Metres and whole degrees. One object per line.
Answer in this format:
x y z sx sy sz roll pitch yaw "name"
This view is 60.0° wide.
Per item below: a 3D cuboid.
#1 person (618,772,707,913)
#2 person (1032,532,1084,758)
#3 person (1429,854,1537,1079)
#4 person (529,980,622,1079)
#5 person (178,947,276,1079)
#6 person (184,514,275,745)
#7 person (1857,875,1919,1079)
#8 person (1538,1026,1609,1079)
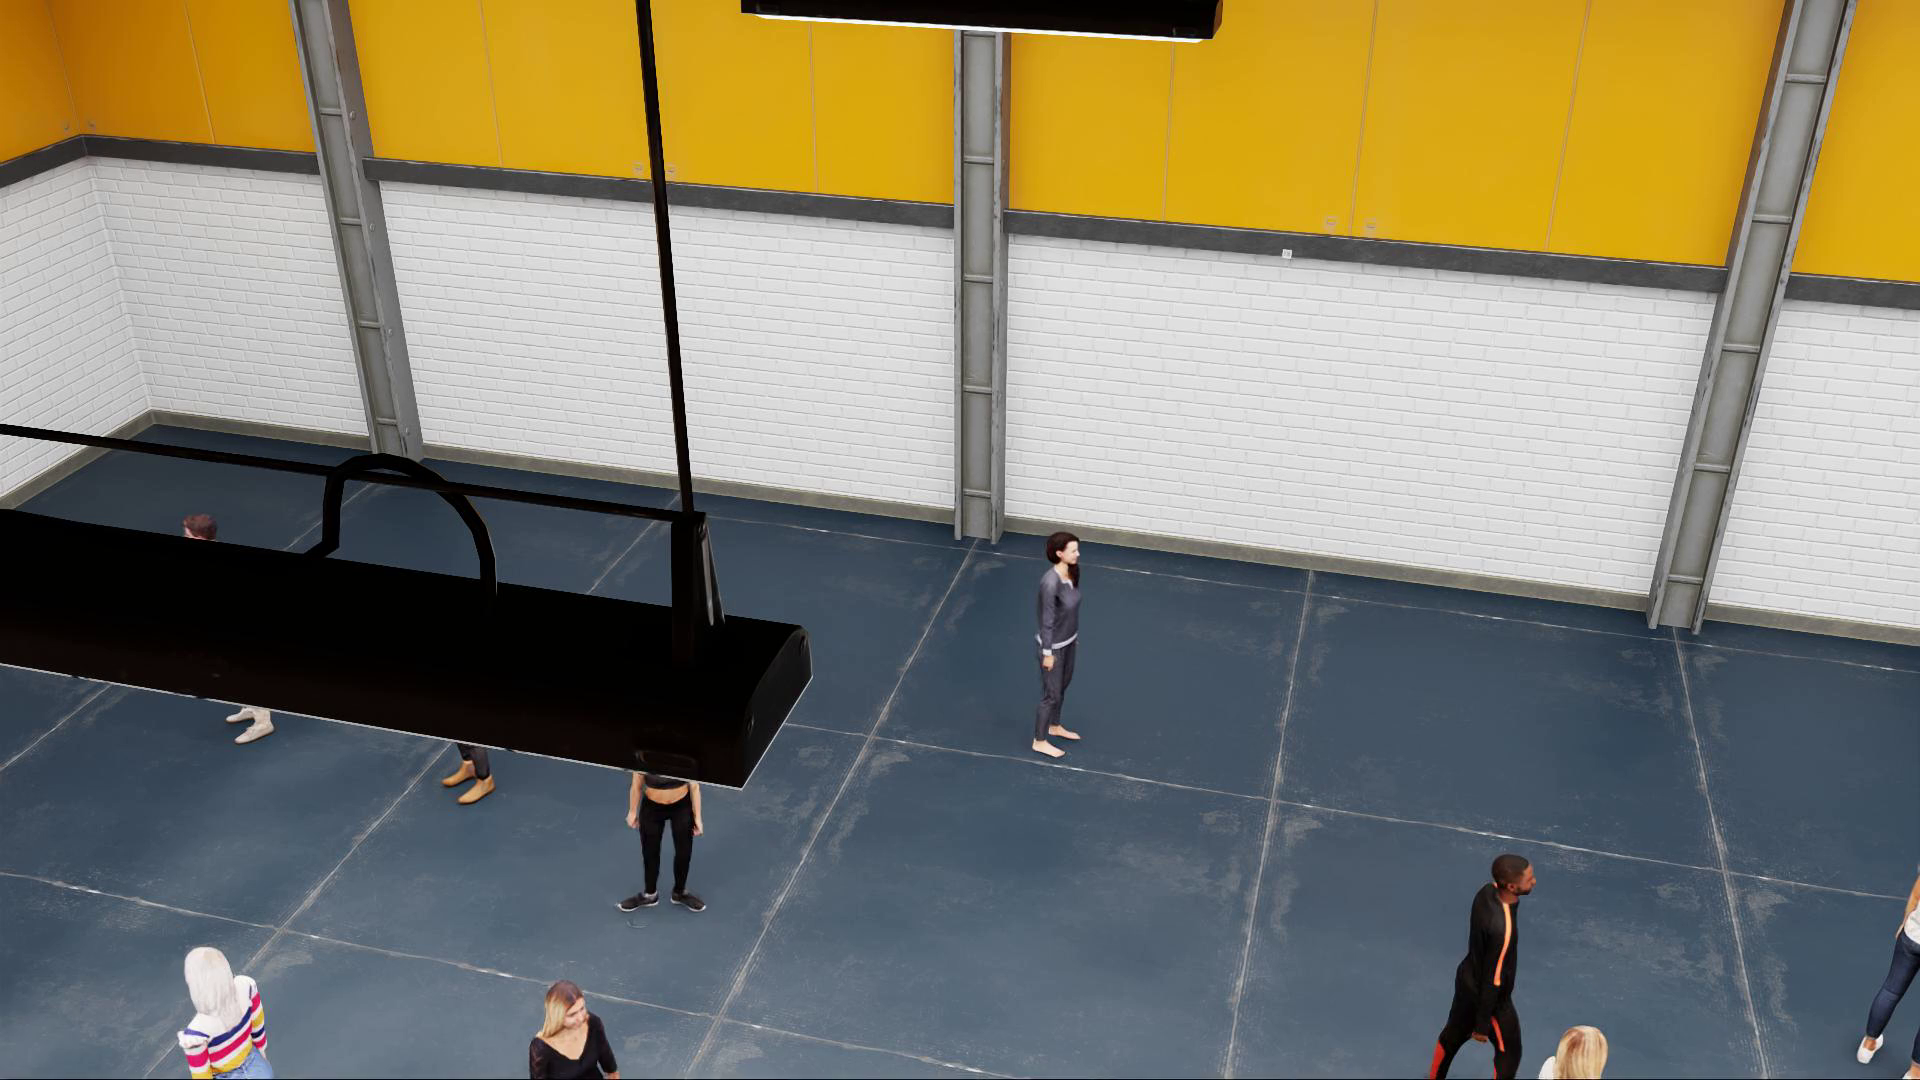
-1.891 1.692 10.428 0.726 1.608 0.893 -2 29 -4 "person"
0.683 0.731 12.019 0.594 1.772 0.655 13 31 22 "person"
2.718 2.414 8.912 0.950 1.791 0.773 2 29 3 "person"
-1.972 2.820 8.317 0.951 1.649 0.808 23 36 35 "person"
-3.527 2.756 8.274 0.638 1.802 0.689 11 30 19 "person"
-5.332 0.618 12.147 0.779 1.847 0.728 -14 32 -24 "person"
5.381 2.258 9.183 0.707 1.807 0.630 -18 34 -30 "person"
2.783 2.989 7.821 0.672 1.826 0.671 -6 29 -10 "person"
